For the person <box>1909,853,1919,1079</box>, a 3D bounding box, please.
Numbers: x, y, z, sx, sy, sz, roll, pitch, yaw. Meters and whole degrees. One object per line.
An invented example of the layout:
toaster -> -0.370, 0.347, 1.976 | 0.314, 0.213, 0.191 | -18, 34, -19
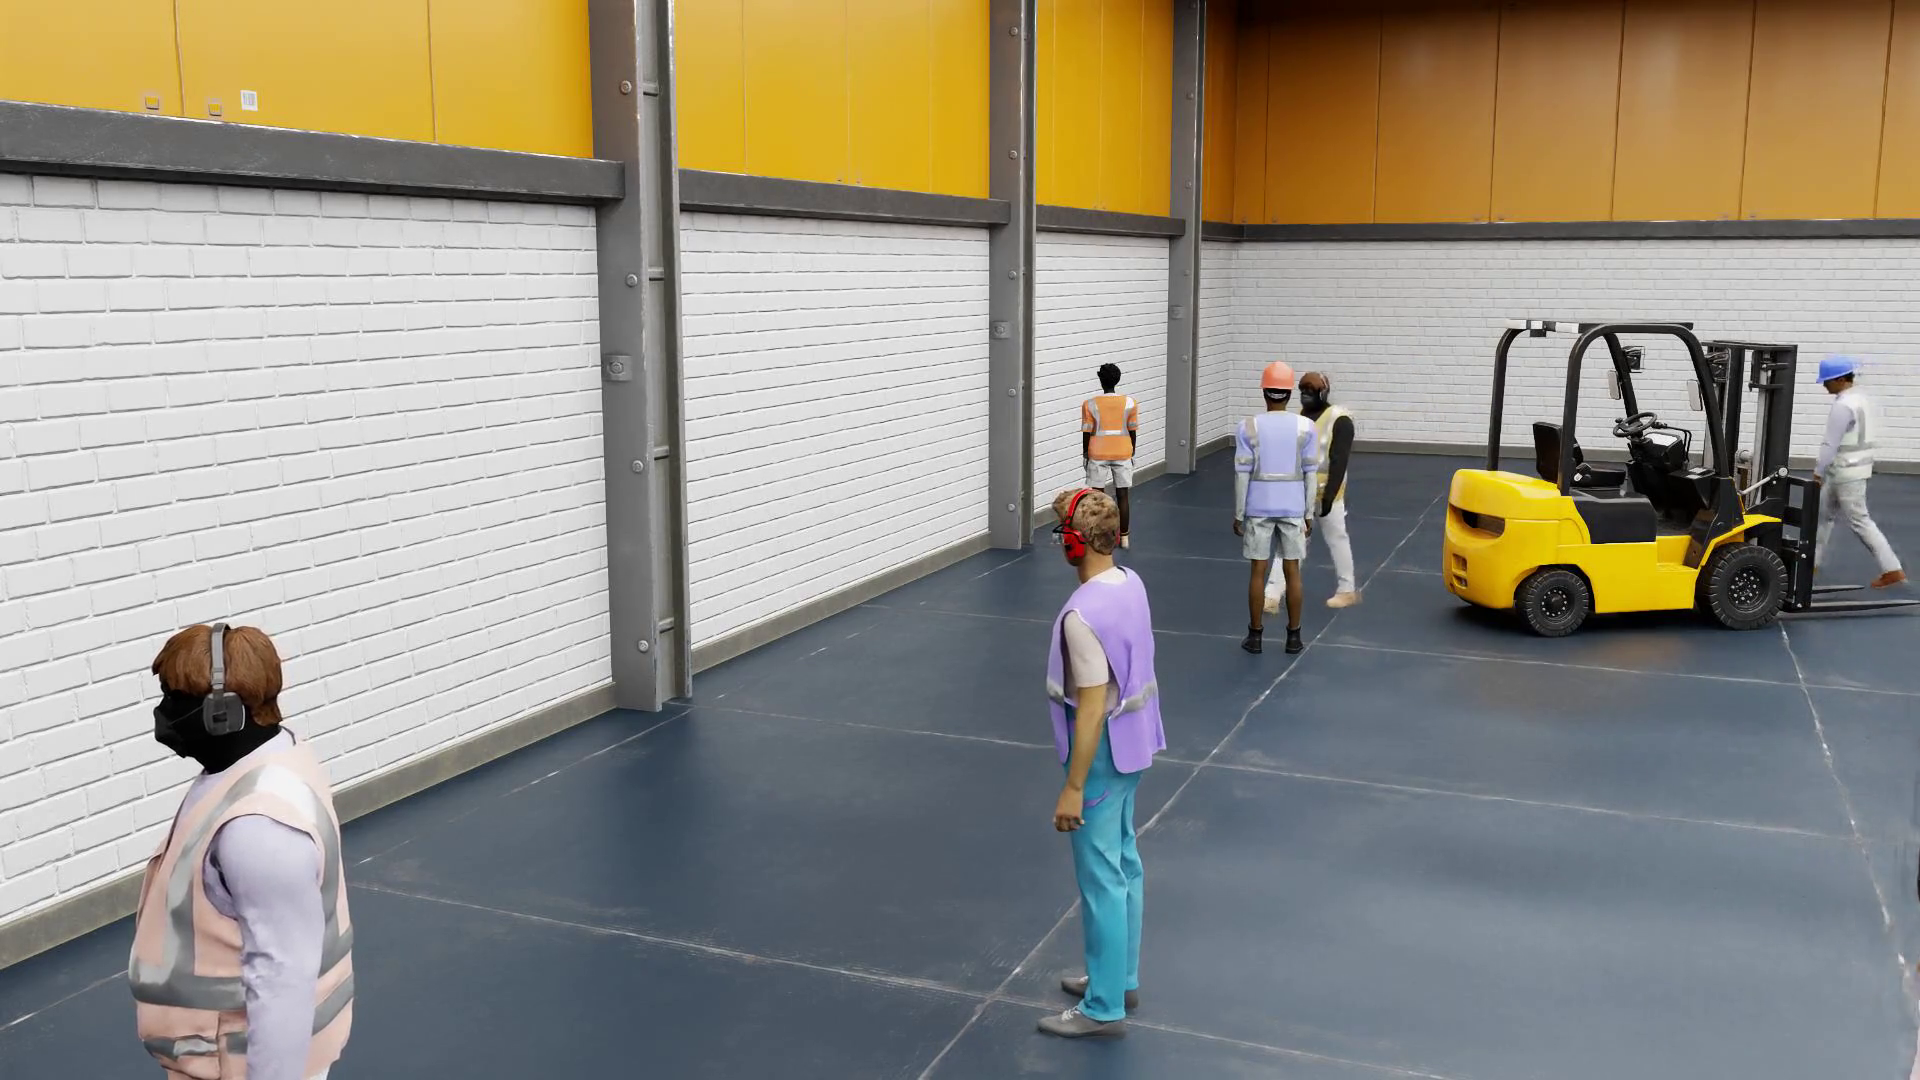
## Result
person -> 2.408, 0.986, 3.811 | 1.023, 1.941, 0.665 | -4, 10, -20

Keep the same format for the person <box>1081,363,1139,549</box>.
person -> 1.353, -0.752, 15.062 | 0.532, 1.694, 0.320 | 0, 9, -3

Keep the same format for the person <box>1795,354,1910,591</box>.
person -> 7.111, -0.534, 13.224 | 0.966, 1.886, 0.614 | 6, 11, 32

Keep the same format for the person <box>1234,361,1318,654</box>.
person -> 2.078, -0.206, 11.001 | 0.543, 1.939, 0.360 | 1, 9, 5

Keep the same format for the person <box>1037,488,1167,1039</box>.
person -> 0.473, 0.745, 5.528 | 0.394, 1.841, 0.564 | 4, 10, 20

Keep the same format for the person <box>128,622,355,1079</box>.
person -> -1.502, 1.077, 3.516 | 0.429, 1.842, 0.637 | -4, 10, -25

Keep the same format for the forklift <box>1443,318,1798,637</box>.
forklift -> 4.706, -0.497, 11.990 | 2.313, 2.155, 1.214 | -2, 10, -10

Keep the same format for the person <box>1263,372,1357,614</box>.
person -> 2.612, -0.343, 12.306 | 0.993, 1.793, 0.624 | -8, 12, -39
